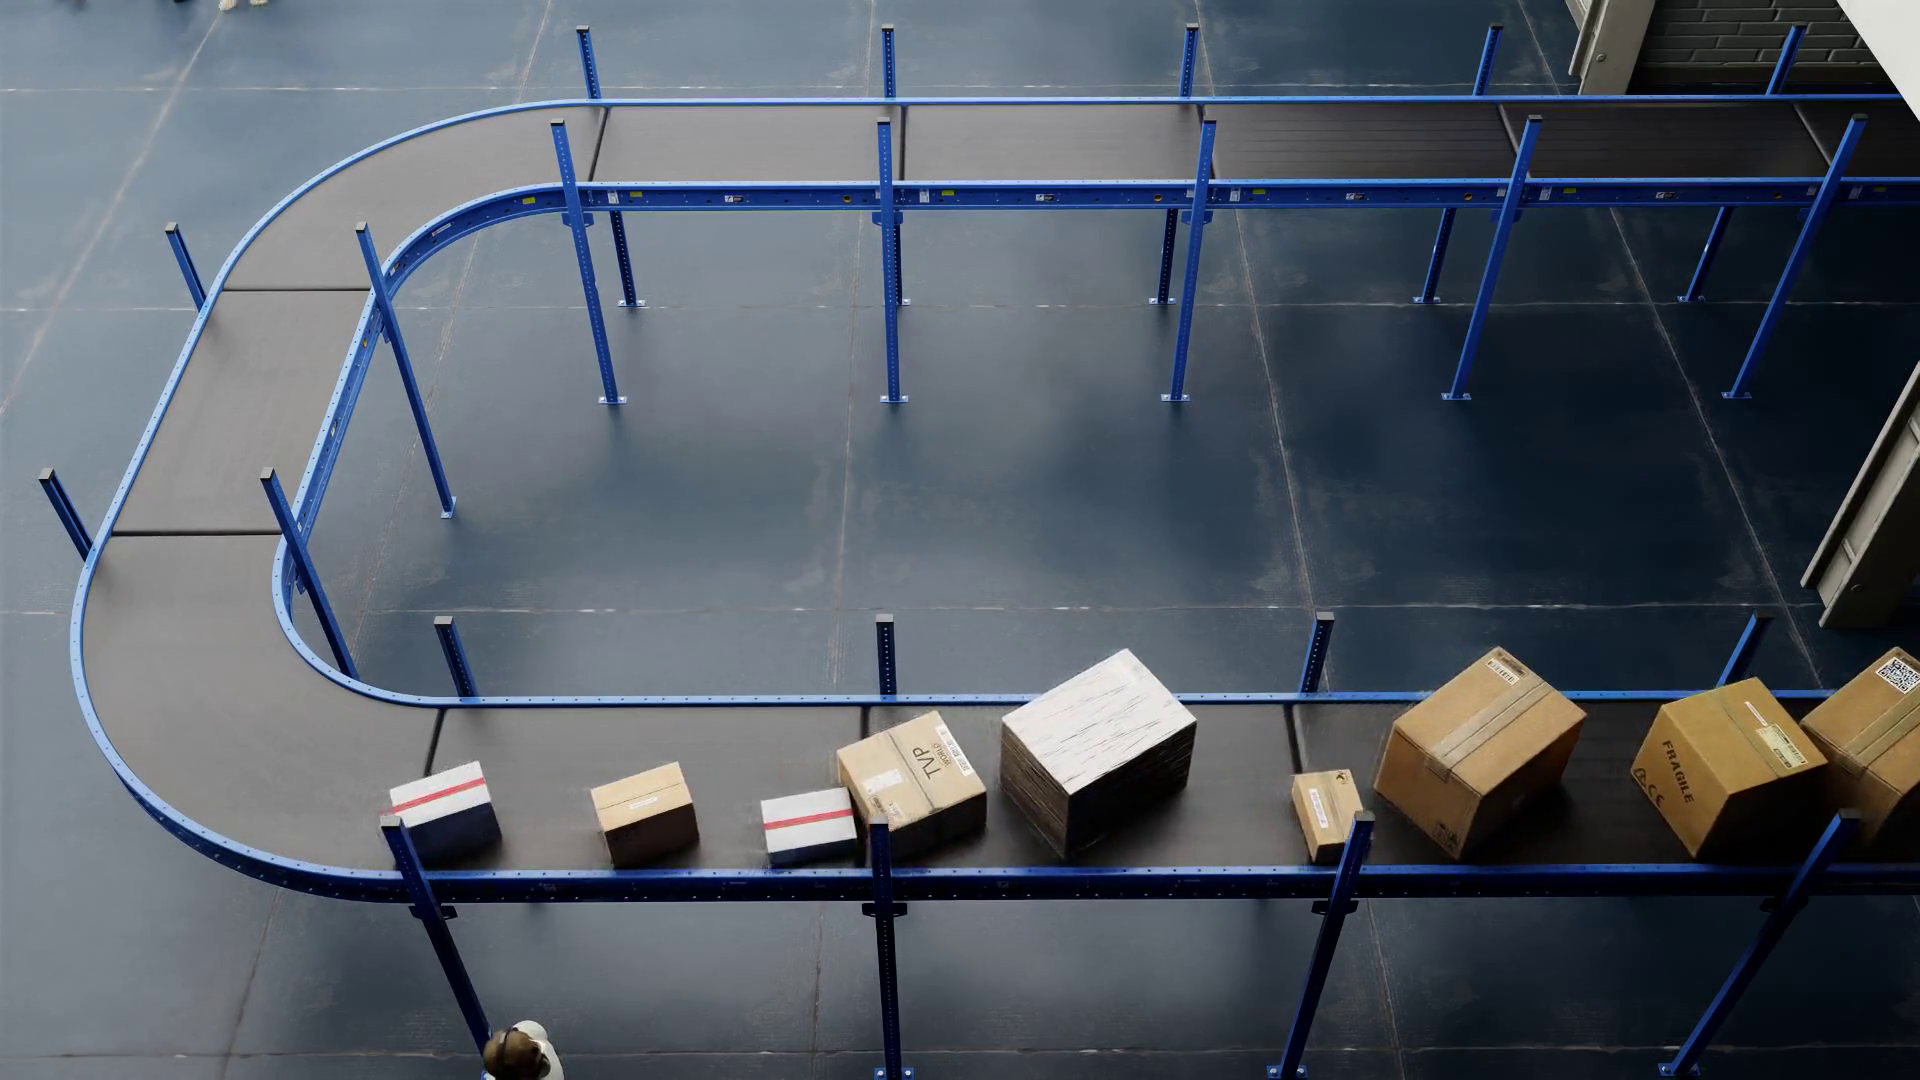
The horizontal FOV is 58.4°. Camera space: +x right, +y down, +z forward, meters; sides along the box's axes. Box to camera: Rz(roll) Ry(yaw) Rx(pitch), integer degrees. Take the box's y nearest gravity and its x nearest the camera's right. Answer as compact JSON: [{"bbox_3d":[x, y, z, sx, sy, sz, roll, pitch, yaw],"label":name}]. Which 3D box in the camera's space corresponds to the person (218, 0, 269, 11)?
[{"bbox_3d":[-6.560,-5.557,15.225,0.627,1.820,0.653,16,49,14],"label":"person"}]

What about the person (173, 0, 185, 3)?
[{"bbox_3d":[-7.326,-5.692,15.387,0.522,1.761,0.321,22,51,19],"label":"person"}]

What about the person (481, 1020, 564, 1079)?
[{"bbox_3d":[-1.798,2.647,7.482,0.372,1.940,0.632,0,47,0],"label":"person"}]
